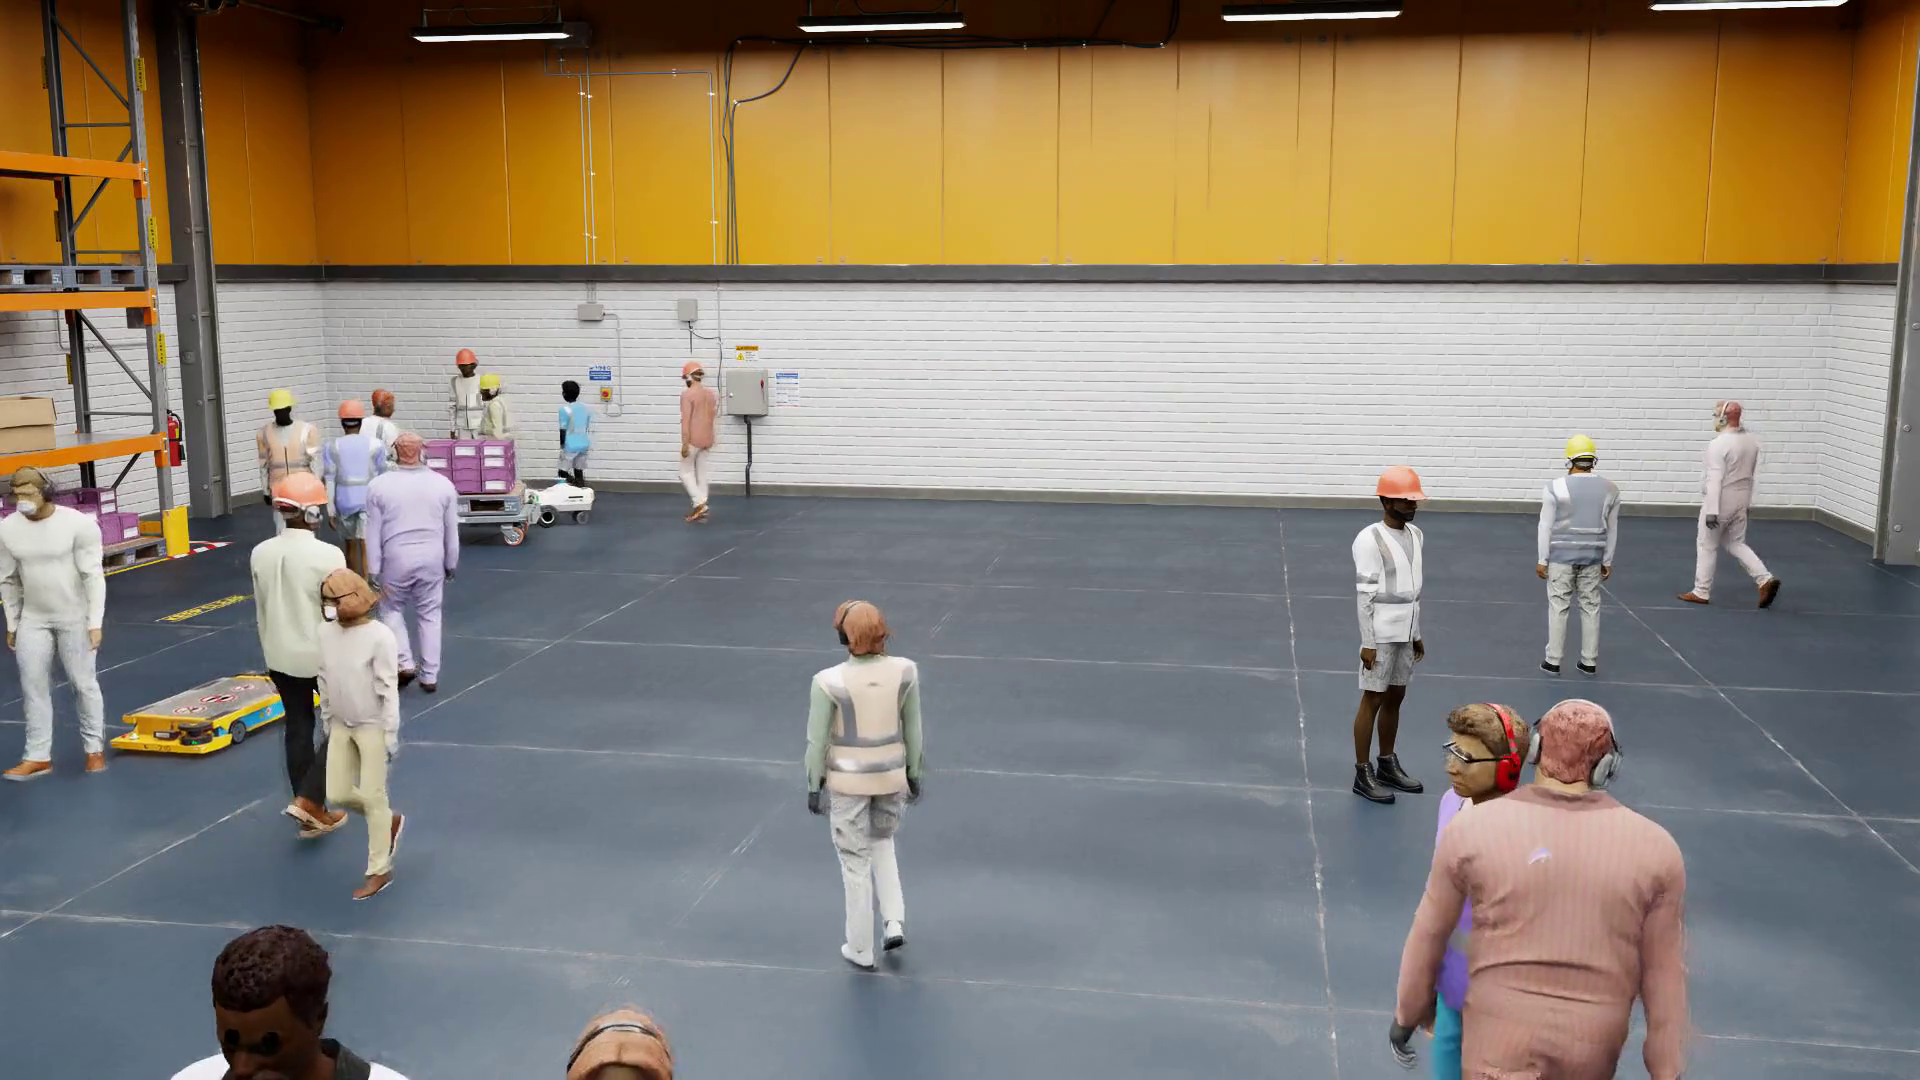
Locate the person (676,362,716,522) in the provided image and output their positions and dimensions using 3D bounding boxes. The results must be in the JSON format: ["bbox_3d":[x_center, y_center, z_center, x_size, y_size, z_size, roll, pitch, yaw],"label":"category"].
[{"bbox_3d":[-3.223,-1.183,20.202,0.518,1.945,0.665,6,11,33],"label":"person"}]

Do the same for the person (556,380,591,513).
[{"bbox_3d":[-4.794,-1.151,20.756,0.380,1.688,0.543,6,11,31],"label":"person"}]

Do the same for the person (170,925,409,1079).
[{"bbox_3d":[-1.209,1.616,3.034,0.624,1.873,0.939,1,9,9],"label":"person"}]

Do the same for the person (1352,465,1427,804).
[{"bbox_3d":[2.493,0.532,9.586,0.545,1.938,0.355,-8,12,-41],"label":"person"}]

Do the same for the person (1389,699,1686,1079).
[{"bbox_3d":[1.606,1.359,4.695,0.748,1.845,0.886,2,9,11],"label":"person"}]

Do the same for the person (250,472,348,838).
[{"bbox_3d":[-3.469,0.623,8.879,0.643,1.980,0.430,3,10,19],"label":"person"}]

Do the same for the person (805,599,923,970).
[{"bbox_3d":[-0.422,1.061,7.234,0.537,1.626,0.371,-5,10,-28],"label":"person"}]

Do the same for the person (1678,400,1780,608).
[{"bbox_3d":[6.976,-0.313,15.001,0.655,1.887,0.800,-6,11,-32],"label":"person"}]

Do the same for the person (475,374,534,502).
[{"bbox_3d":[-5.745,-1.187,20.776,0.878,1.790,0.625,-1,9,-7],"label":"person"}]

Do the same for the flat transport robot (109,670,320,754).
[{"bbox_3d":[-4.882,1.126,11.055,0.652,0.197,1.431,2,9,11],"label":"flat transport robot"}]

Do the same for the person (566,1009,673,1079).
[{"bbox_3d":[-0.654,1.715,3.251,0.530,1.602,0.742,-1,9,-8],"label":"person"}]

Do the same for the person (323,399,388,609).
[{"bbox_3d":[-5.483,-0.332,15.136,0.545,1.890,1.019,-3,9,-15],"label":"person"}]

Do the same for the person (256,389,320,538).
[{"bbox_3d":[-6.655,-0.567,16.553,0.588,1.897,0.853,-2,9,-14],"label":"person"}]

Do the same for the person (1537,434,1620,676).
[{"bbox_3d":[4.630,0.120,12.513,0.585,1.824,0.405,-1,9,-3],"label":"person"}]

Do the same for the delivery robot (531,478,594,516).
[{"bbox_3d":[-4.768,-0.500,19.976,0.707,0.478,0.477,-4,10,-24],"label":"delivery robot"}]

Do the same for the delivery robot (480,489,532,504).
[{"bbox_3d":[-5.504,-0.491,19.924,0.707,0.478,0.477,0,9,-1],"label":"delivery robot"}]

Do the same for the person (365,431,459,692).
[{"bbox_3d":[-3.949,0.165,12.007,0.671,1.890,0.443,-5,11,-30],"label":"person"}]

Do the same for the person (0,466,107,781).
[{"bbox_3d":[-5.418,0.497,9.963,0.641,1.913,0.573,0,9,-1],"label":"person"}]

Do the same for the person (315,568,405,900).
[{"bbox_3d":[-2.906,0.922,8.176,0.519,1.617,0.450,3,10,20],"label":"person"}]

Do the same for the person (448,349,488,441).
[{"bbox_3d":[-6.463,-1.510,21.985,0.609,2.033,0.410,1,9,7],"label":"person"}]

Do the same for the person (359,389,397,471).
[{"bbox_3d":[-5.918,-0.596,16.821,0.707,1.874,0.527,5,11,29],"label":"person"}]

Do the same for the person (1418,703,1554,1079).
[{"bbox_3d":[1.522,1.356,4.772,0.386,1.842,0.573,-2,9,-10],"label":"person"}]
